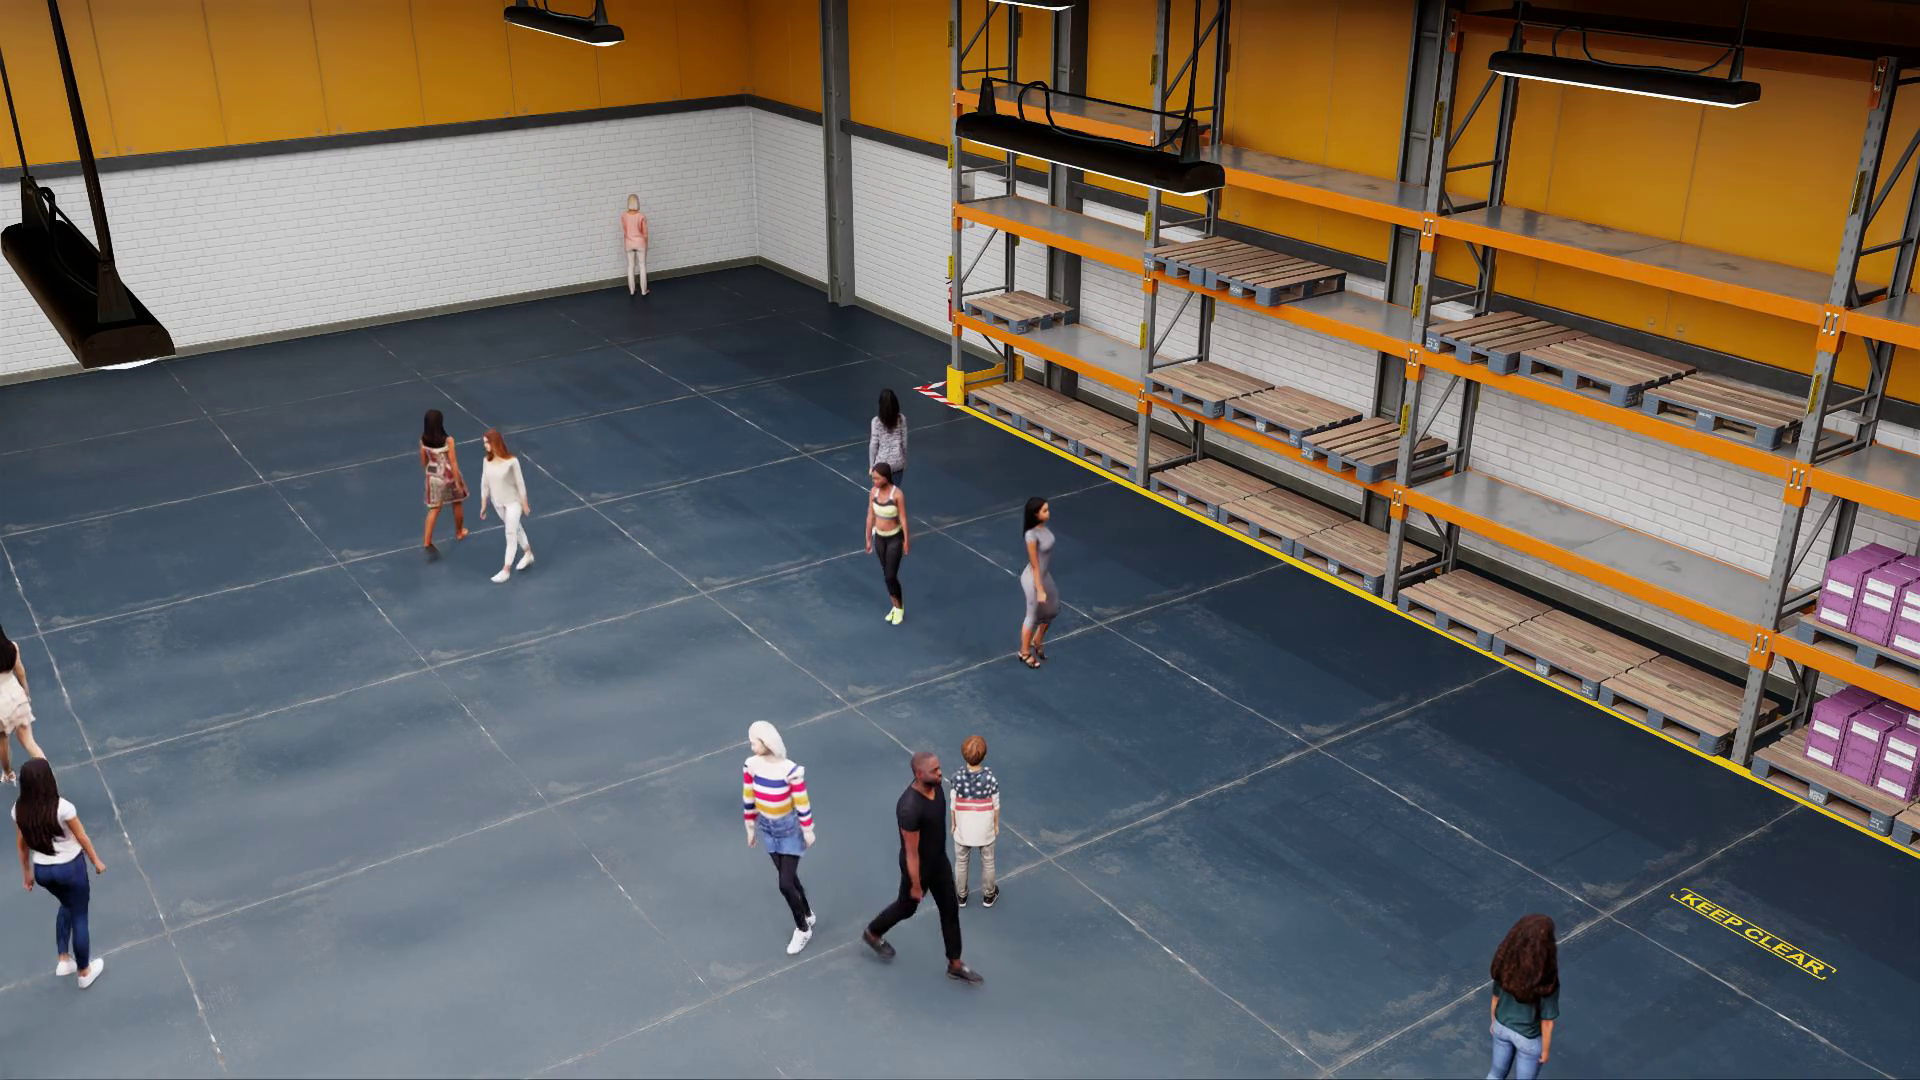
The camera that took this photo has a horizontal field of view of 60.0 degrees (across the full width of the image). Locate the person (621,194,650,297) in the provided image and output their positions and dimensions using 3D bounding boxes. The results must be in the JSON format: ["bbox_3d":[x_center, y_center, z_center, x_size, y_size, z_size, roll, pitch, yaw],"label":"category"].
[{"bbox_3d":[-5.558,-5.060,28.452,0.669,1.724,0.703,1,24,2],"label":"person"}]

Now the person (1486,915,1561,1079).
[{"bbox_3d":[3.422,2.992,10.169,0.669,1.614,0.540,-18,30,-36],"label":"person"}]

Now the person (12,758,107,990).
[{"bbox_3d":[-6.246,2.355,11.441,0.739,1.763,0.795,4,24,8],"label":"person"}]

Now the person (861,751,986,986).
[{"bbox_3d":[-0.341,2.273,11.611,1.311,1.776,1.043,12,26,25],"label":"person"}]

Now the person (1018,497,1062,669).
[{"bbox_3d":[0.641,0.419,15.861,0.762,1.769,0.716,9,25,20],"label":"person"}]

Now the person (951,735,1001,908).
[{"bbox_3d":[0.111,2.097,12.437,0.596,1.439,0.641,1,24,3],"label":"person"}]

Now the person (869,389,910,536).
[{"bbox_3d":[-0.808,-0.876,18.874,0.653,1.730,0.589,-10,26,-22],"label":"person"}]

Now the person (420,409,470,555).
[{"bbox_3d":[-5.794,-0.632,18.459,1.067,1.615,1.131,4,24,8],"label":"person"}]

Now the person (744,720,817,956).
[{"bbox_3d":[-1.247,2.083,12.054,0.799,1.770,0.885,9,25,19],"label":"person"}]

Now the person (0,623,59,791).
[{"bbox_3d":[-7.753,1.422,13.663,1.127,1.693,0.871,14,27,28],"label":"person"}]

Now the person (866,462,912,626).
[{"bbox_3d":[-0.663,-0.010,16.882,0.666,1.738,0.743,13,27,26],"label":"person"}]

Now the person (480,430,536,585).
[{"bbox_3d":[-4.824,-0.414,17.903,1.090,1.661,1.060,8,25,17],"label":"person"}]
